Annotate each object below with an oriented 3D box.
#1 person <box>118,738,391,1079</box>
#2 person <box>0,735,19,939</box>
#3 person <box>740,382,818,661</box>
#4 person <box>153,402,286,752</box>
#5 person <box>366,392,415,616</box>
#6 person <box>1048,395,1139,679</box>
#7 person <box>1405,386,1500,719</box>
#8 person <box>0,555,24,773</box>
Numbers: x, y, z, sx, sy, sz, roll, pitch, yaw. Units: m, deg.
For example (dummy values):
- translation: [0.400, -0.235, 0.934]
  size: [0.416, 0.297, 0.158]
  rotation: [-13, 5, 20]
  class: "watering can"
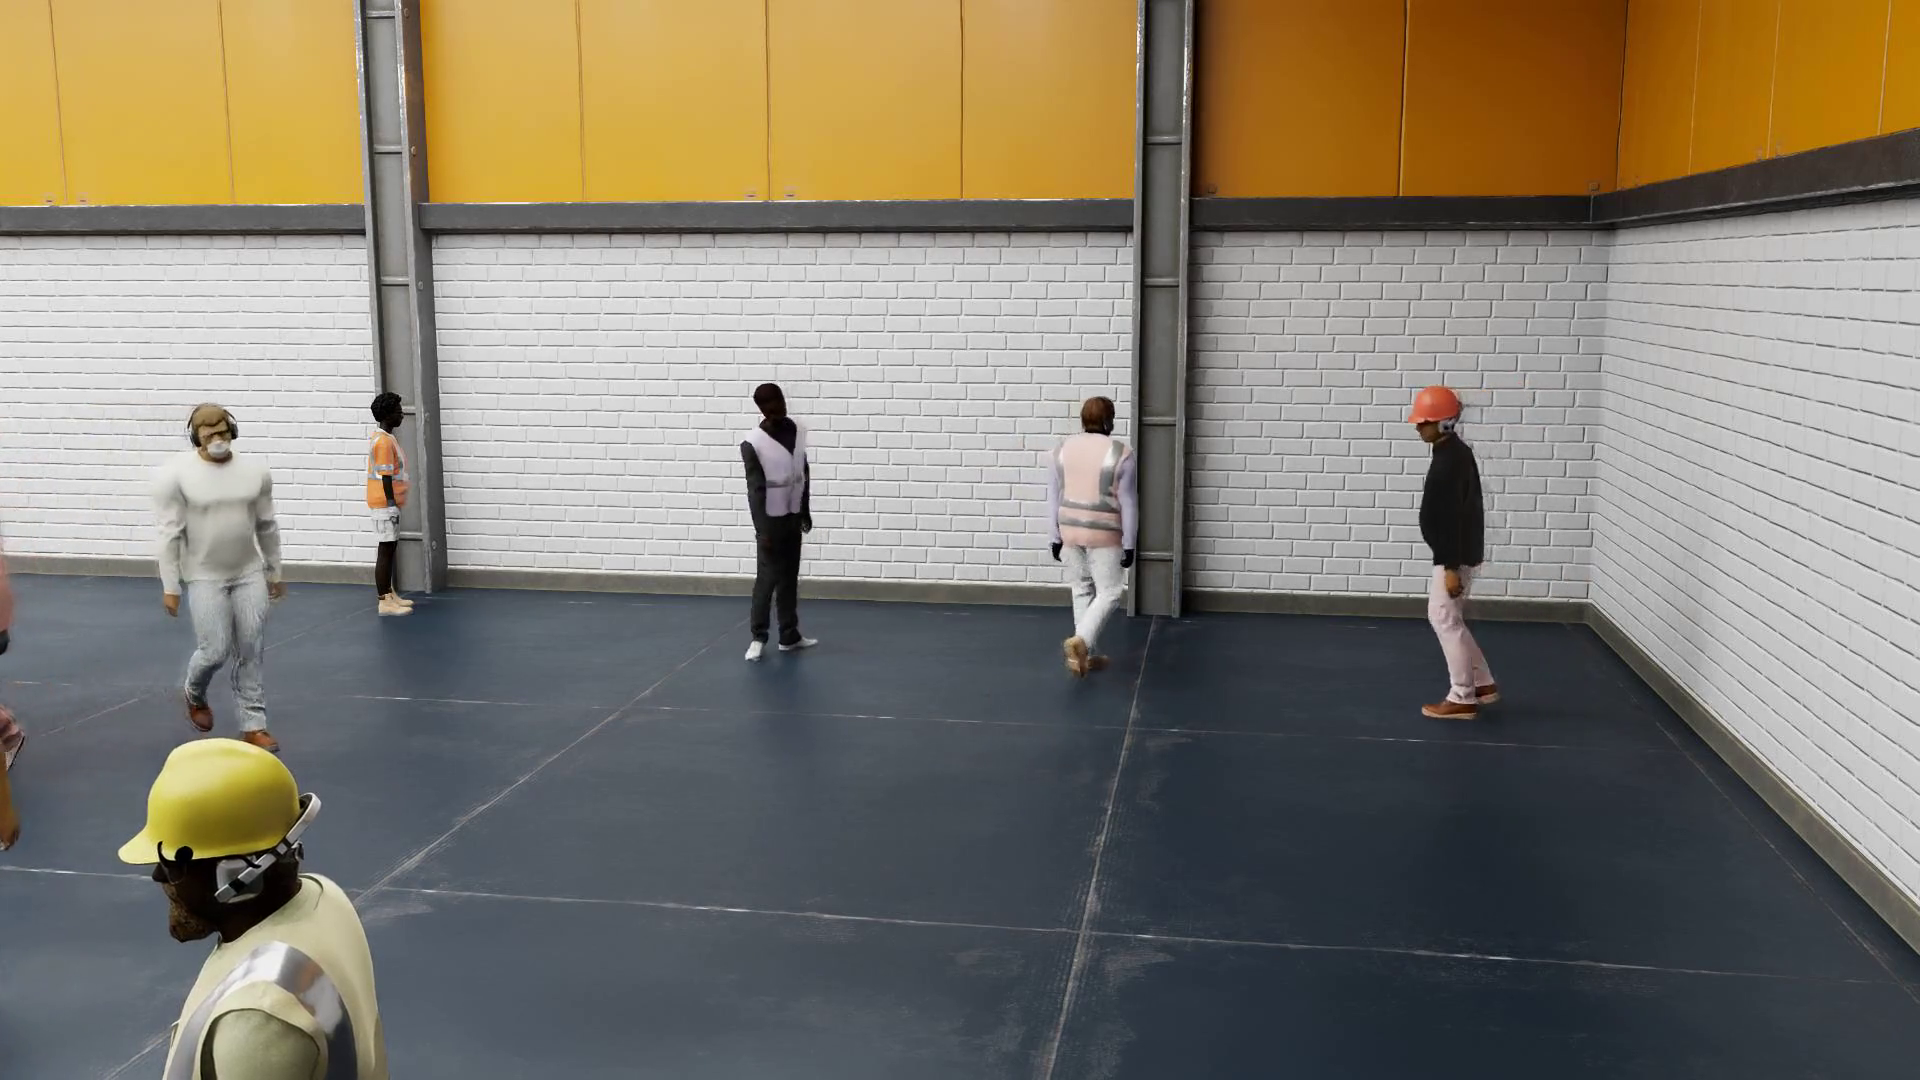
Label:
- translation: [-1.210, 1.230, 2.942]
  size: [0.403, 1.825, 0.595]
  rotation: [-2, 9, -12]
  class: "person"
- translation: [-3.333, 0.828, 5.404]
  size: [0.569, 1.824, 0.602]
  rotation: [-1, 9, -3]
  class: "person"
- translation: [-1.221, -0.139, 11.248]
  size: [0.381, 1.875, 0.715]
  rotation: [6, 11, 32]
  class: "person"
- translation: [-4.009, 0.201, 8.994]
  size: [0.595, 1.921, 0.684]
  rotation: [8, 12, 40]
  class: "person"
- translation: [-4.333, -0.273, 12.613]
  size: [0.320, 1.694, 0.531]
  rotation: [-3, 10, -16]
  class: "person"
- translation: [0.820, -0.004, 10.577]
  size: [0.634, 1.825, 0.694]
  rotation: [6, 11, 34]
  class: "person"
- translation: [2.810, 0.082, 9.607]
  size: [0.530, 1.952, 0.621]
  rotation: [4, 10, 21]
  class: "person"
- translation: [-4.925, 0.372, 8.055]
  size: [0.692, 1.881, 0.594]
  rotation: [0, 9, 1]
  class: "person"
